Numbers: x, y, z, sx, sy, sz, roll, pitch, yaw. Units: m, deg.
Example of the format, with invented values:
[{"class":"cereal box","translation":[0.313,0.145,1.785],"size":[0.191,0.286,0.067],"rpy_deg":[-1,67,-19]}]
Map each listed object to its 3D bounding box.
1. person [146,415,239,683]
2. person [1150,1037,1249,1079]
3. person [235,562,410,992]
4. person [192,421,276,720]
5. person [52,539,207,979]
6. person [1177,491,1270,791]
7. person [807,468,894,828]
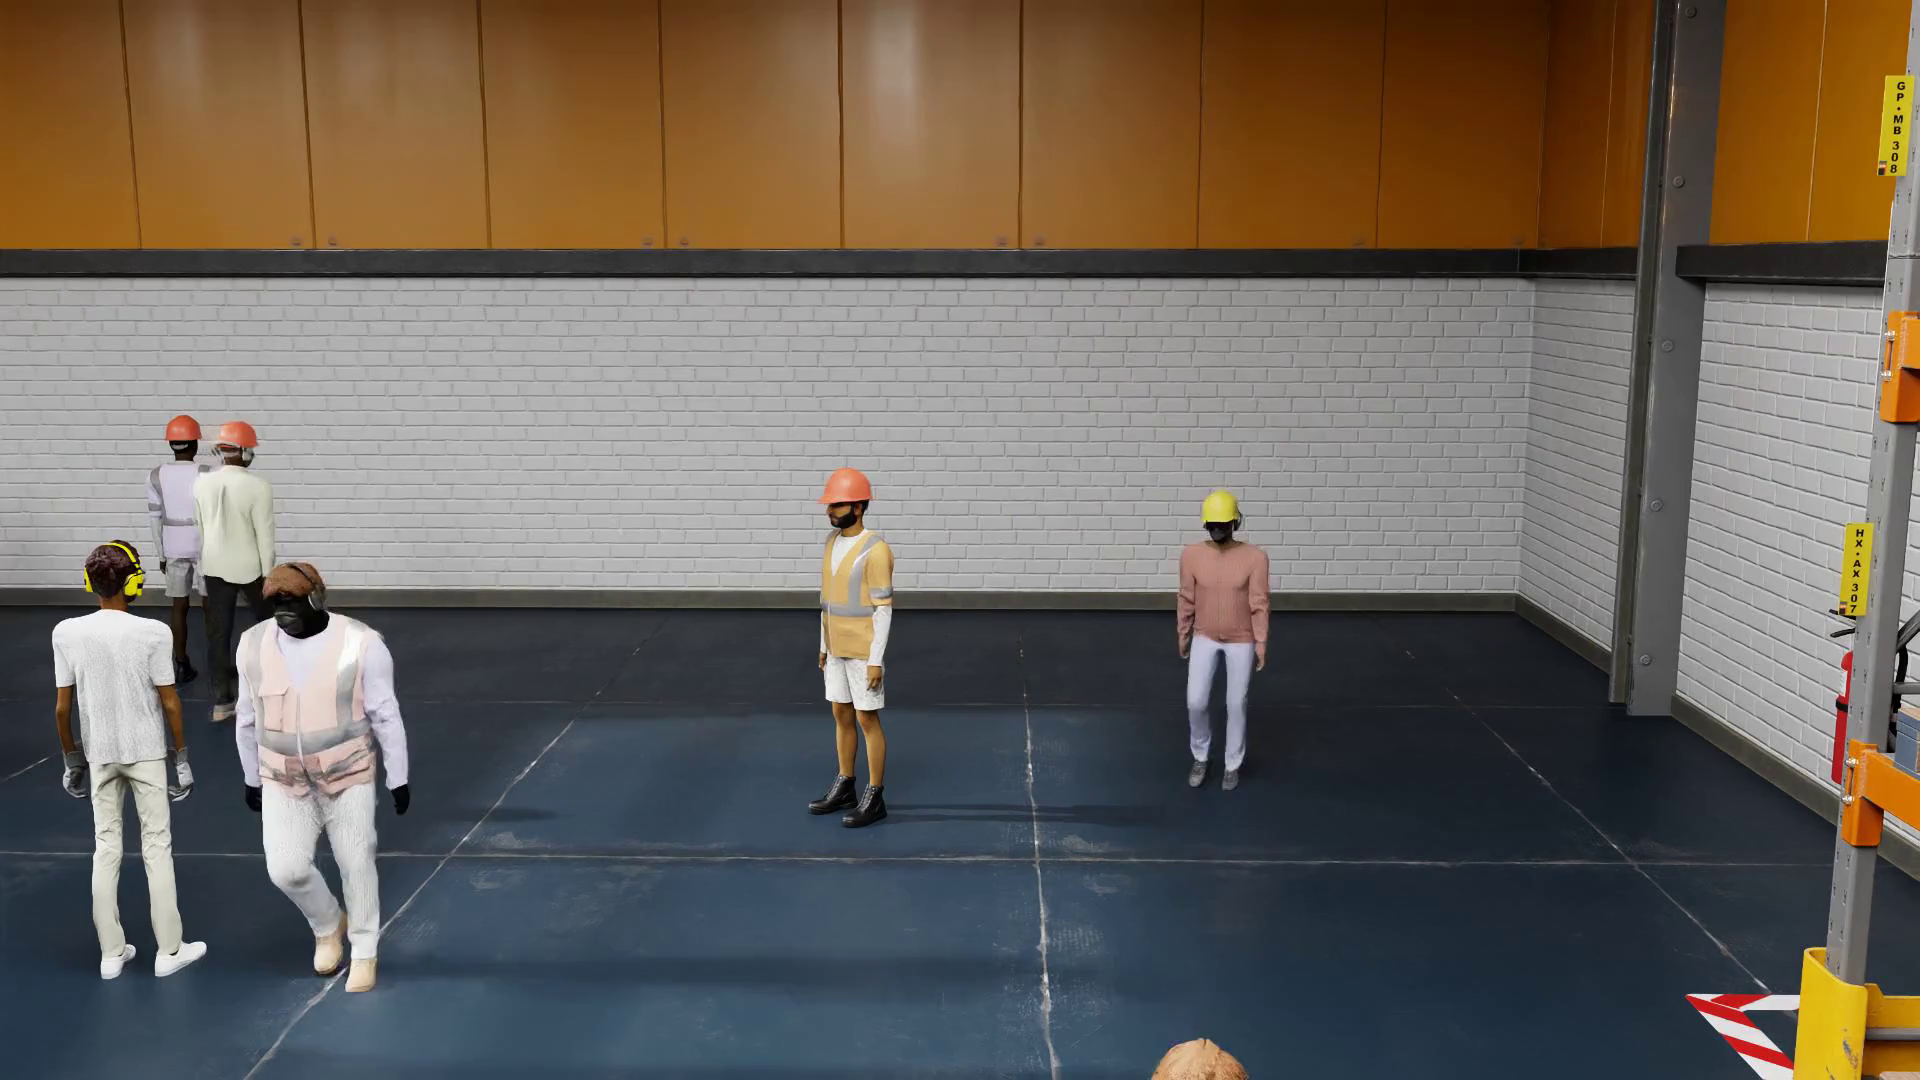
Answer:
[{"class":"person","translation":[-5.511,0.070,11.956],"size":[0.545,1.941,0.351],"rpy_deg":[-1,9,-4]},{"class":"person","translation":[0.402,1.719,3.055],"size":[0.503,1.616,0.605],"rpy_deg":[3,10,20]},{"class":"person","translation":[-2.616,0.980,6.848],"size":[0.716,1.821,0.440],"rpy_deg":[-1,10,-6]},{"class":"person","translation":[-4.829,0.175,11.252],"size":[0.633,1.952,0.909],"rpy_deg":[1,10,8]},{"class":"person","translation":[-3.519,0.927,7.033],"size":[0.538,1.869,0.313],"rpy_deg":[-1,9,-3]},{"class":"person","translation":[1.494,0.580,9.471],"size":[0.542,1.748,0.443],"rpy_deg":[3,10,17]},{"class":"person","translation":[-0.592,0.573,8.949],"size":[0.358,1.938,0.542],"rpy_deg":[-8,12,-40]}]
